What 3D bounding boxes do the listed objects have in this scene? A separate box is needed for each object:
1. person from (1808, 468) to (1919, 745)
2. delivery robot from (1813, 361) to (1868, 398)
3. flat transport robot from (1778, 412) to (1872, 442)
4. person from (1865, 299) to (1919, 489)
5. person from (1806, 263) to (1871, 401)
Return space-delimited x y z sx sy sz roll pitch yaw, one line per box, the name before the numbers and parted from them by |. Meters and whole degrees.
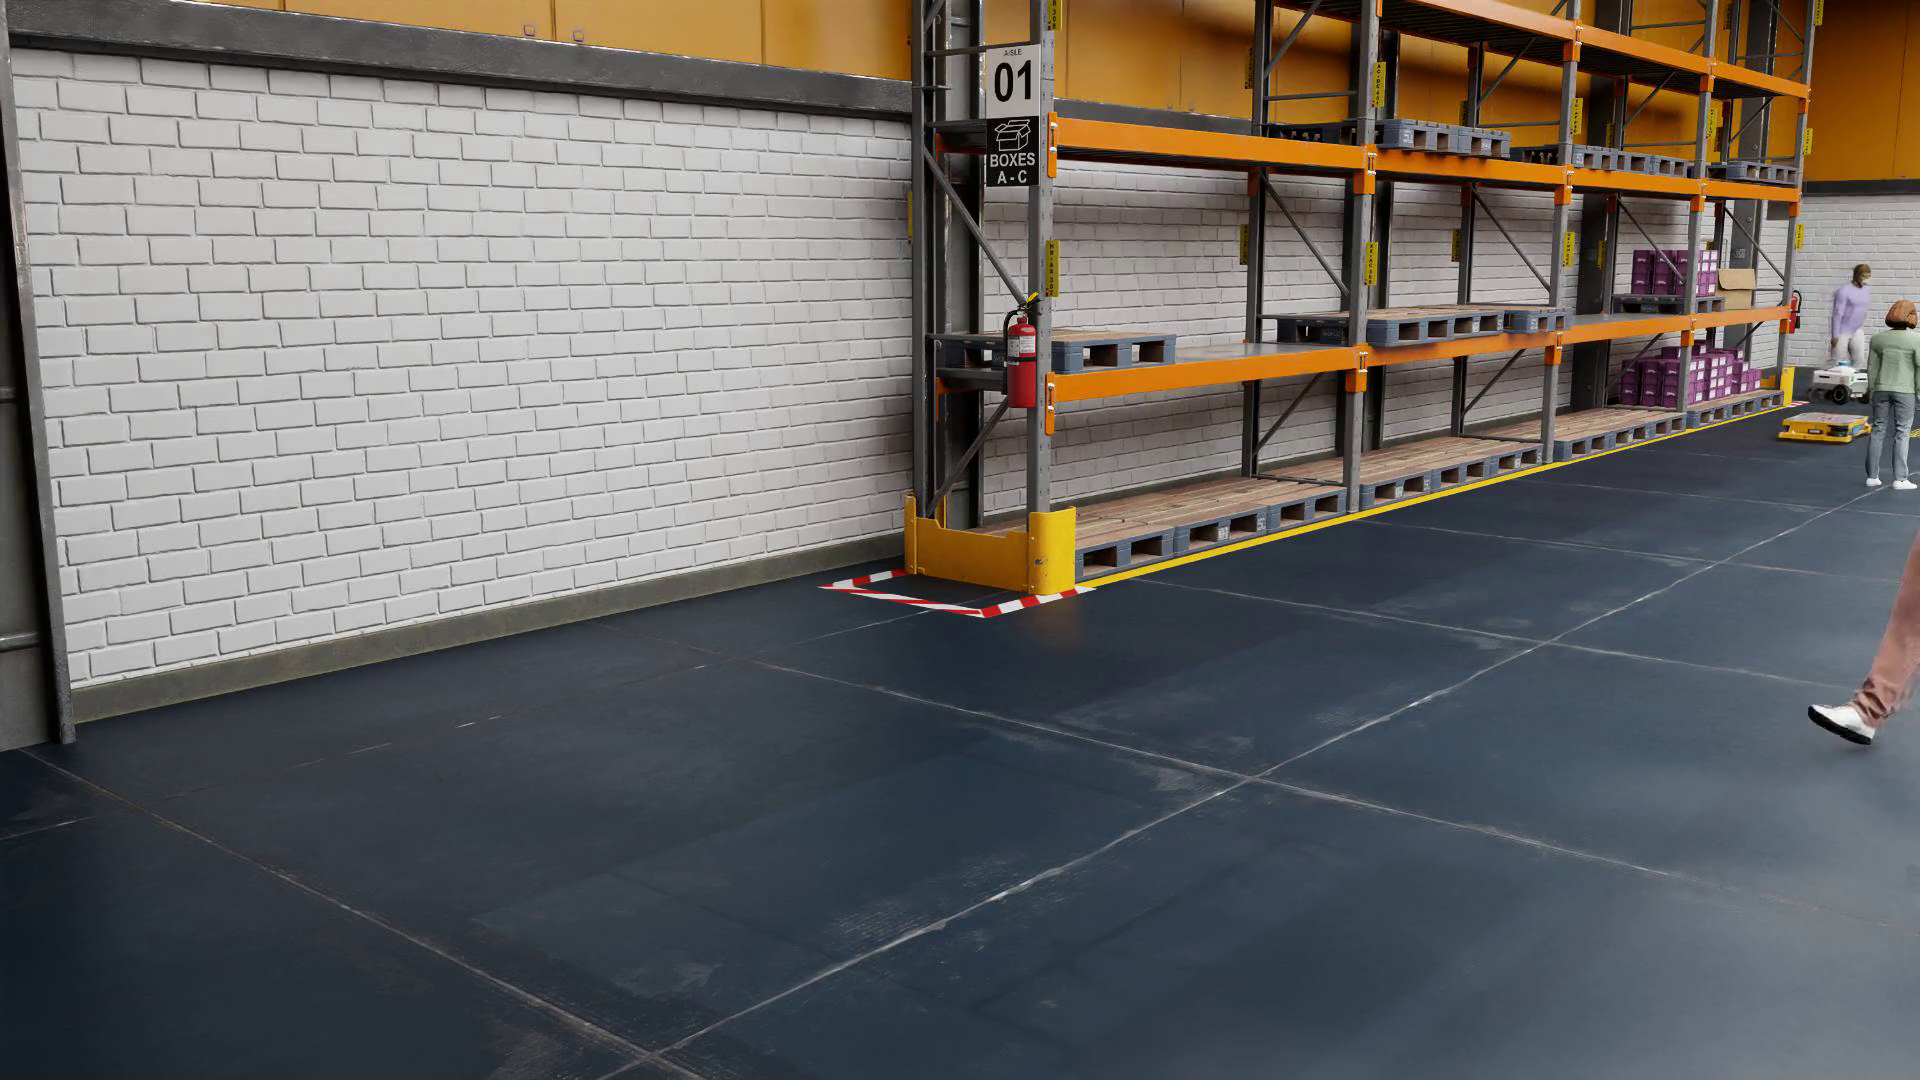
person | 4.047 -0.022 6.744 1.035 1.844 0.662 -2 10 -13
delivery robot | 11.810 -2.150 22.285 0.477 0.478 0.707 -3 10 -17
flat transport robot | 9.468 -1.239 18.172 0.652 0.197 1.431 8 13 37
person | 8.093 -1.255 14.385 0.288 1.634 0.499 -7 12 -34
person | 12.030 -2.831 22.705 0.693 1.892 0.748 -4 11 -22
